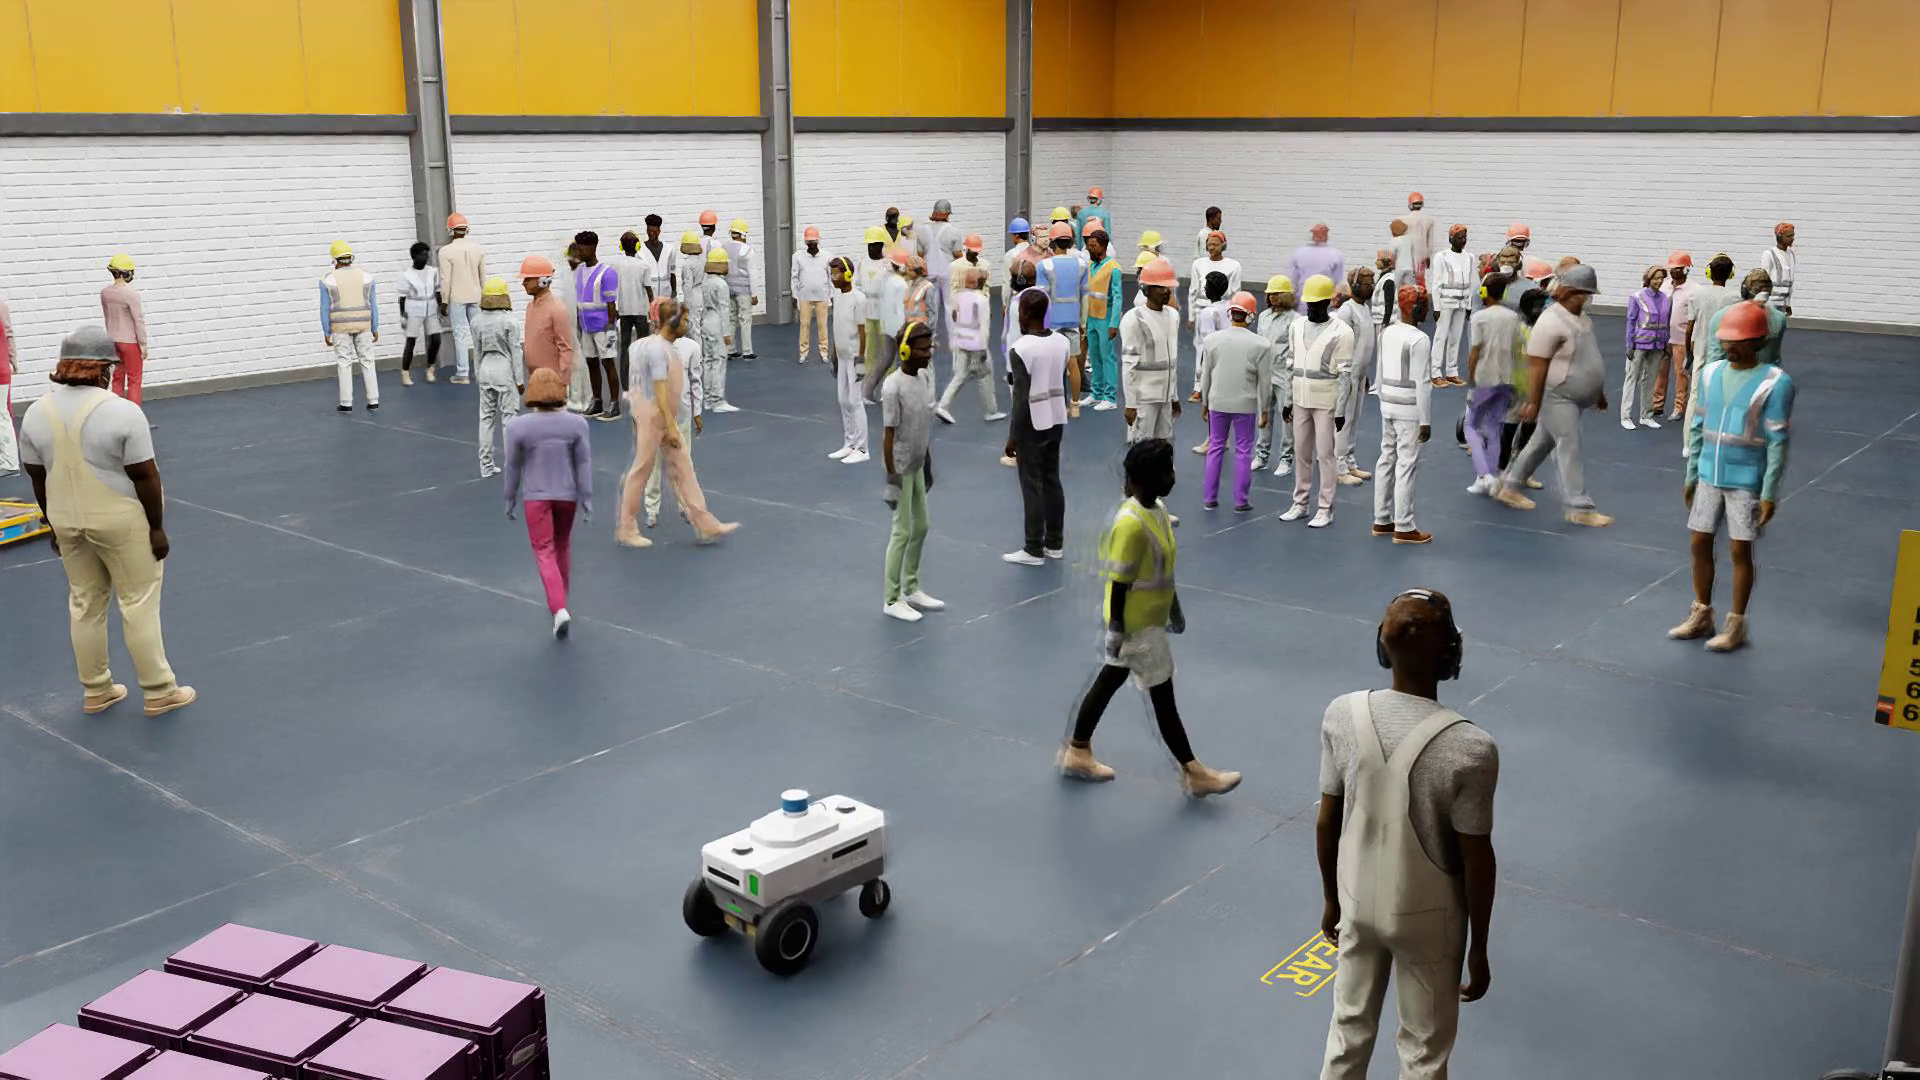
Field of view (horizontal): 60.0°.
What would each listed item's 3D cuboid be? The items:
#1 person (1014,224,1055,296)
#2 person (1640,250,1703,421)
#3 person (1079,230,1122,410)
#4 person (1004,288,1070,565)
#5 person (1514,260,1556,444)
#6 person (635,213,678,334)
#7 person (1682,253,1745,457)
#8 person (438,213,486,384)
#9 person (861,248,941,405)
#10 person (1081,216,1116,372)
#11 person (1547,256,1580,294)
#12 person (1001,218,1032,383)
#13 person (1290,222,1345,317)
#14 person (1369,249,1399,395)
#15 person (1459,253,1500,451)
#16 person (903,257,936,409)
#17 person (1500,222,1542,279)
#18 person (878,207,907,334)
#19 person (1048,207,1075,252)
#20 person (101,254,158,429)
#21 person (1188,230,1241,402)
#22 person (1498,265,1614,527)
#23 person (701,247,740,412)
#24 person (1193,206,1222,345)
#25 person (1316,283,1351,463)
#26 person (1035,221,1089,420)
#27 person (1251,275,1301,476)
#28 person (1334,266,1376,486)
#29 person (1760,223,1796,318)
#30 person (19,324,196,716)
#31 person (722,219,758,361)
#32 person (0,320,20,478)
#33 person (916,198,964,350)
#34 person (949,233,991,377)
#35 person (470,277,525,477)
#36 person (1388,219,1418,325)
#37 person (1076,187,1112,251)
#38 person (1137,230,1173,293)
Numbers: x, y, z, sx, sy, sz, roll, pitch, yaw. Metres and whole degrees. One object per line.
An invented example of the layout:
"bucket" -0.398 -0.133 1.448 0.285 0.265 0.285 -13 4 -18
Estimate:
"person" 0.911 -2.637 18.985 0.642 1.909 0.410 -12 19 -40
"person" 7.363 -2.106 17.173 0.342 1.749 0.573 -9 17 -31
"person" 1.527 -2.357 17.839 0.379 1.917 0.591 -7 16 -27
"person" 0.548 -0.780 11.545 0.373 1.914 0.596 11 18 37
"person" 5.477 -1.784 15.883 0.330 1.751 0.564 11 18 38
"person" -3.713 -2.980 20.241 0.602 1.961 0.371 -8 16 -29
"person" 6.868 -1.665 15.175 0.513 1.872 0.328 11 18 37
"person" -5.873 -2.850 19.654 0.393 1.992 0.622 12 18 39
"person" -0.678 -2.306 18.063 0.892 1.709 0.572 -6 15 -23
"person" 1.645 -3.039 20.591 0.409 1.907 0.651 -6 15 -23
"person" 6.518 -2.256 18.039 0.505 1.628 0.277 -6 15 -23
"person" 0.727 -2.817 19.637 0.606 1.940 0.417 -12 18 -40
"person" 4.213 -2.804 19.701 0.647 1.887 0.593 8 16 30
"person" 4.792 -2.462 18.823 0.313 1.642 0.513 1 14 6
"person" 4.957 -1.756 15.586 0.374 1.843 0.574 9 16 31
"person" -0.440 -2.214 17.834 0.312 1.638 0.523 -9 17 -33
"person" 5.908 -2.384 17.796 0.612 1.995 0.382 0 14 -1
"person" -0.985 -3.928 24.279 0.627 1.843 0.429 -4 14 -14
"person" 1.361 -3.524 22.488 0.370 1.927 0.588 3 14 14
"person" -8.318 -1.971 16.629 0.518 1.756 0.347 6 15 22
"person" 2.775 -2.436 18.229 0.574 1.883 0.355 6 15 22
"person" 4.648 -1.176 12.875 0.989 2.000 0.684 11 18 37
"person" -2.574 -2.243 17.743 0.310 1.744 0.488 -9 17 -32
"person" 3.415 -3.650 23.035 0.392 1.910 0.592 6 15 21
"person" 3.374 -1.467 14.854 0.312 1.637 0.515 -1 14 -6
"person" 1.022 -2.244 17.138 0.615 2.040 0.391 -7 15 -24
"person" 2.753 -1.434 14.507 0.485 1.745 0.296 14 19 43
"person" 3.357 -1.394 14.142 0.345 1.846 0.507 8 16 30
"person" 9.650 -2.797 19.674 0.574 1.882 0.356 -10 17 -34
"person" -4.380 -0.104 8.590 0.674 2.000 0.537 2 14 10
"person" -2.851 -3.228 21.515 0.594 1.825 0.403 9 17 32
"person" -8.435 -1.411 14.430 0.354 1.739 0.571 -10 17 -34
"person" -0.221 -3.612 22.608 0.683 2.000 0.538 7 16 26
"person" 0.140 -2.812 20.015 0.564 1.740 0.352 -9 16 -31
"person" -3.985 -1.401 14.402 0.485 1.736 0.339 5 15 19
"person" 6.748 -4.082 25.364 0.618 1.611 0.310 -7 15 -25
"person" 2.232 -4.858 27.682 0.623 1.989 0.400 7 16 25
"person" 2.254 -2.687 19.374 0.445 1.811 0.623 0 14 2
